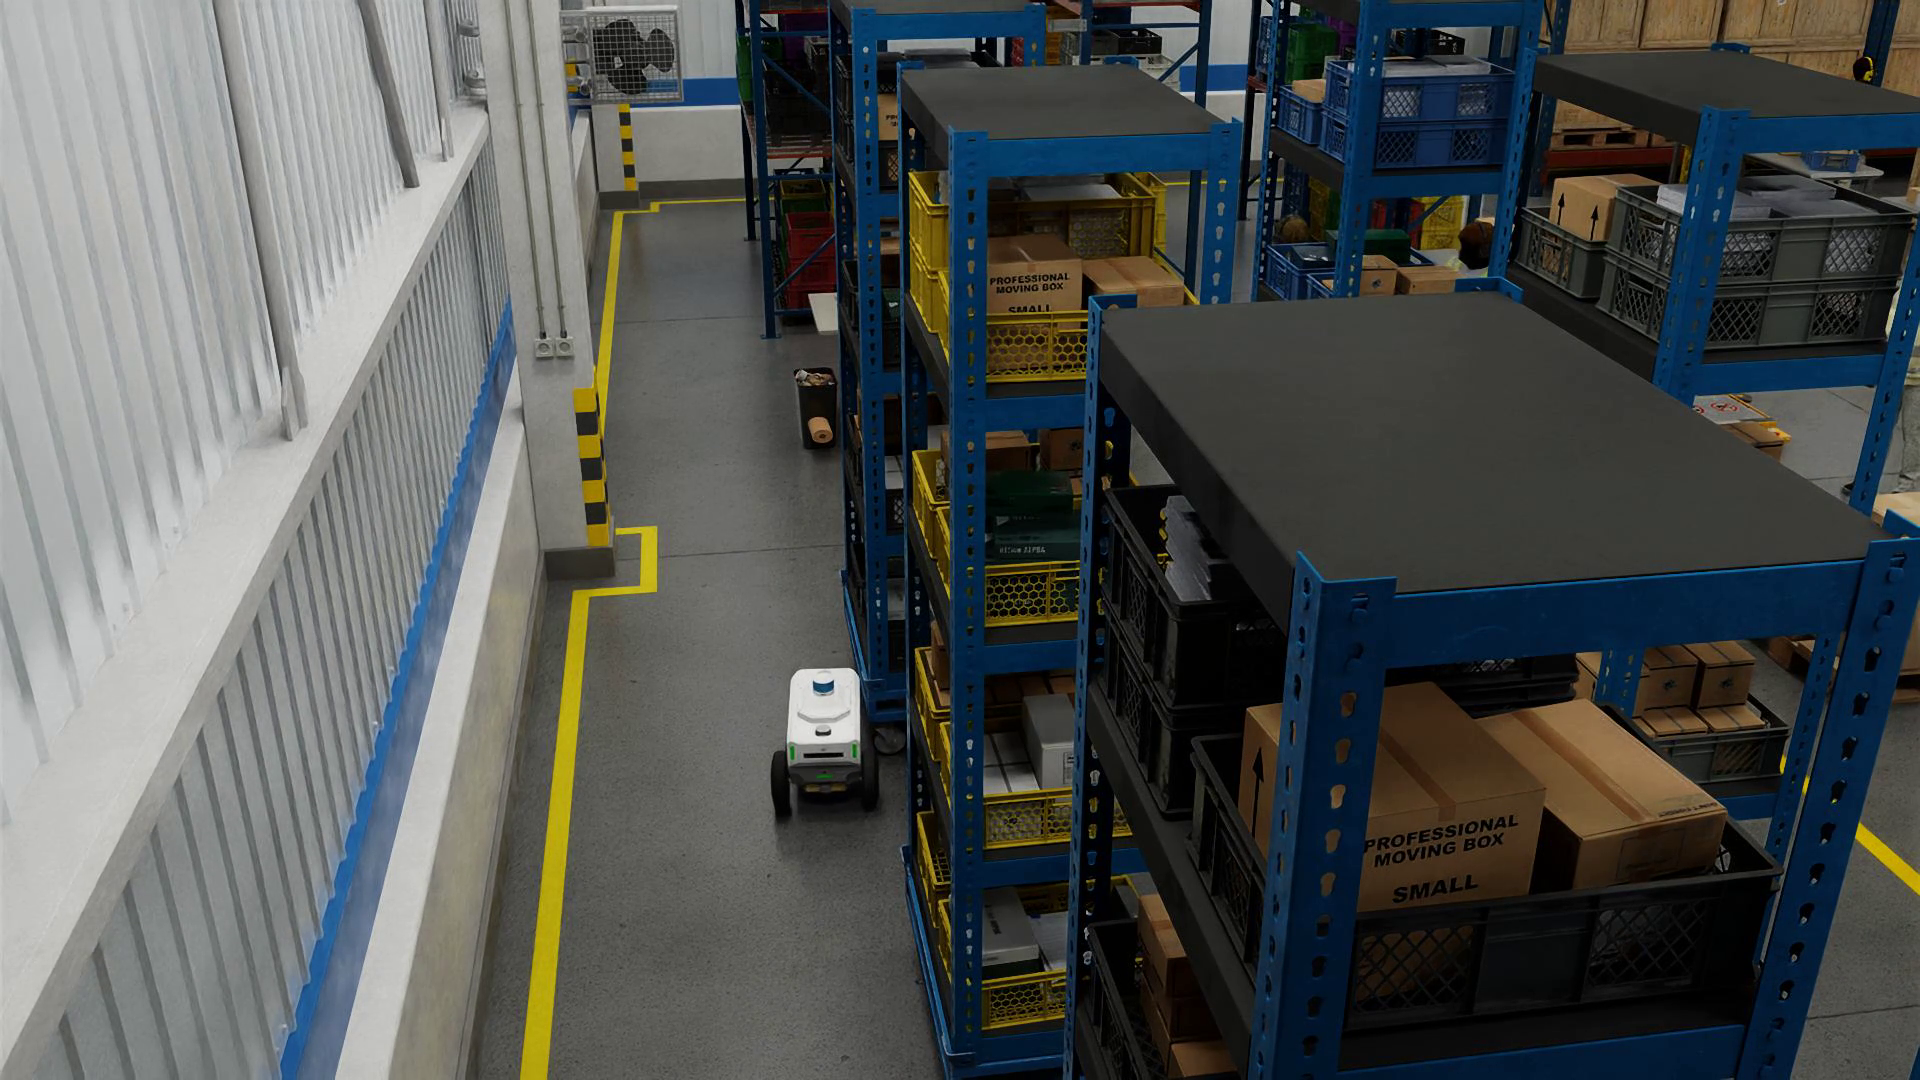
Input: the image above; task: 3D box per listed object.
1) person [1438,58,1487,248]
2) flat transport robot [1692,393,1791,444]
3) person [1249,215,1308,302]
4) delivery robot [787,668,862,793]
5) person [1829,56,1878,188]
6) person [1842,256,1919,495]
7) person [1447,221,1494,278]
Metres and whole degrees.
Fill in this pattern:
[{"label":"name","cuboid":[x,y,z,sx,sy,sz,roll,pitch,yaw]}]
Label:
[{"label":"person","cuboid":[5.184,-3.923,16.875,0.583,1.883,0.338,-10,26,-20]},{"label":"flat transport robot","cuboid":[5.224,-0.859,12.132,1.431,0.197,0.652,-4,25,-8]},{"label":"person","cuboid":[2.103,-1.139,10.782,0.630,1.930,0.374,-14,28,-28]},{"label":"delivery robot","cuboid":[-0.646,0.866,7.938,0.477,0.478,0.707,-1,25,-3]},{"label":"person","cuboid":[9.082,-4.006,17.076,0.310,1.868,0.533,-10,27,-21]},{"label":"person","cuboid":[6.161,-1.100,10.817,0.403,1.826,0.595,-10,27,-21]},{"label":"person","cuboid":[3.340,-1.207,11.030,0.430,1.838,0.619,-14,28,-27]}]
